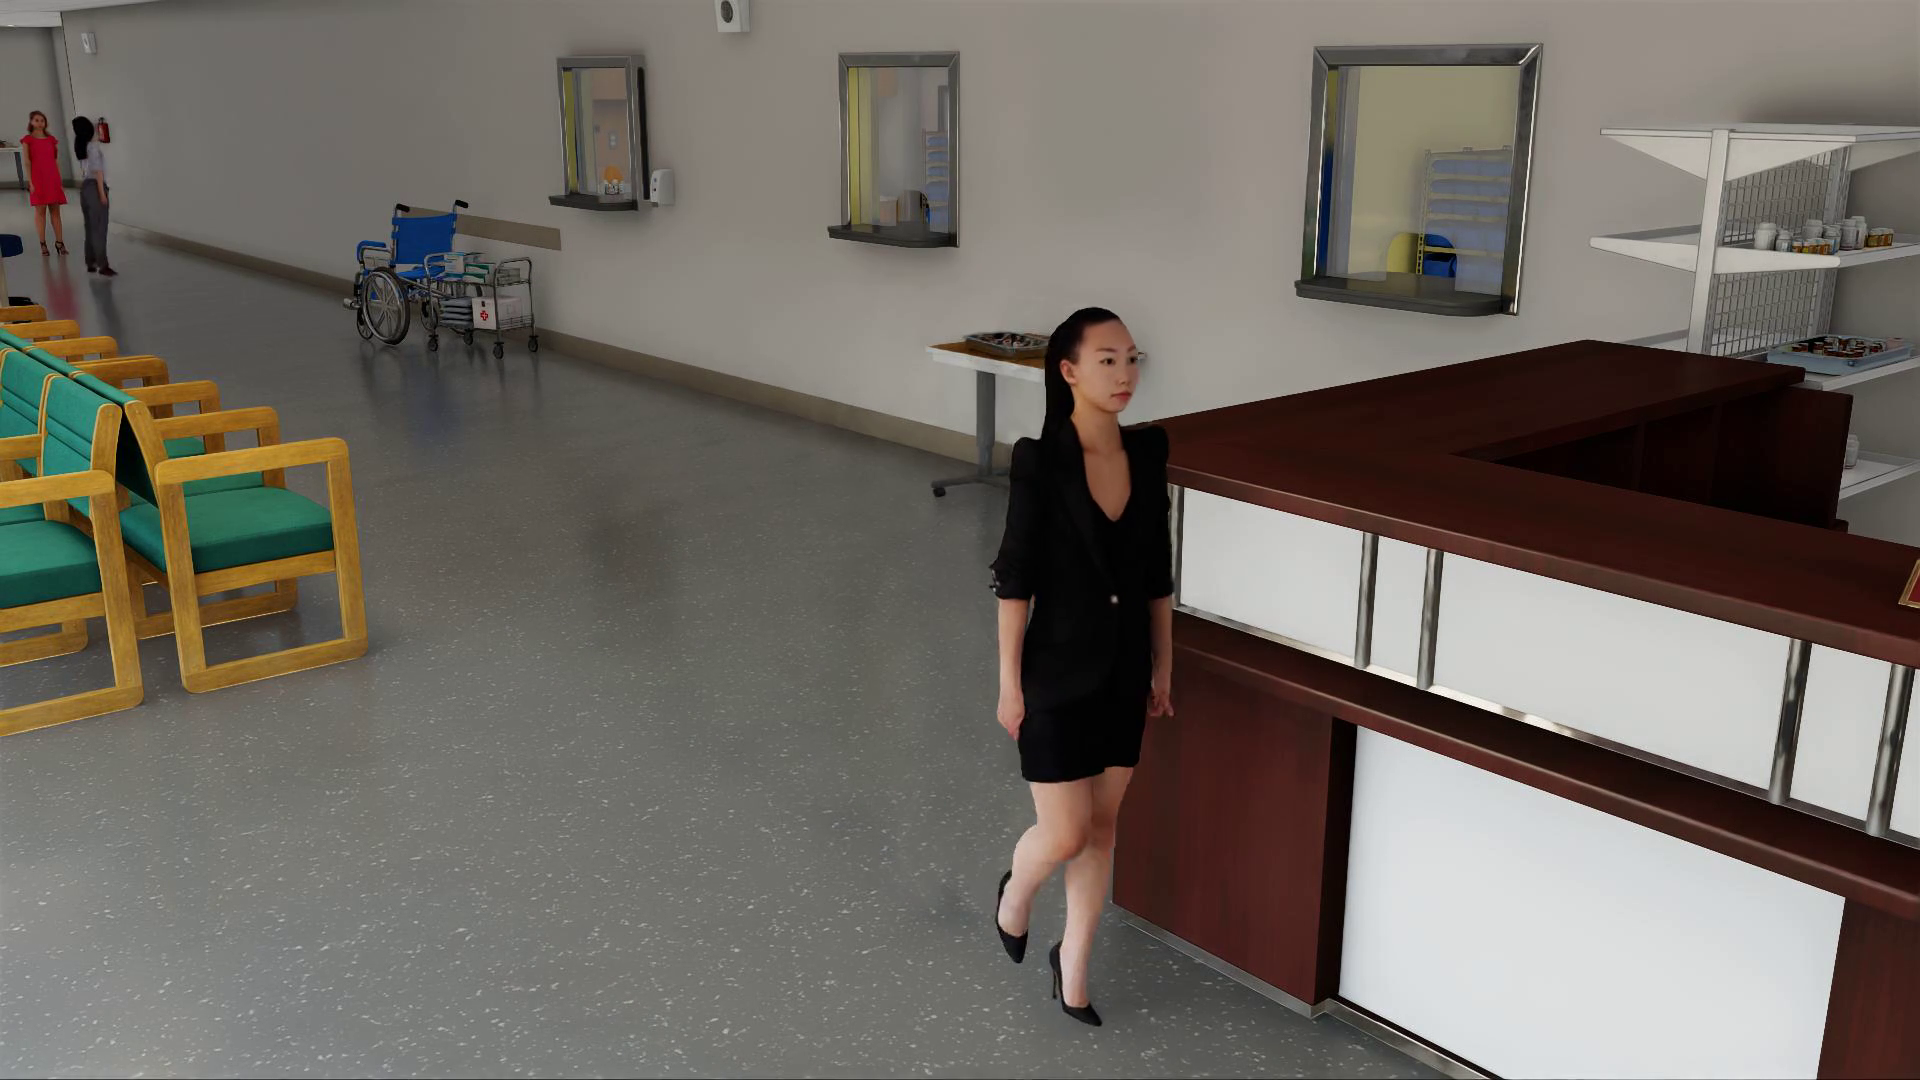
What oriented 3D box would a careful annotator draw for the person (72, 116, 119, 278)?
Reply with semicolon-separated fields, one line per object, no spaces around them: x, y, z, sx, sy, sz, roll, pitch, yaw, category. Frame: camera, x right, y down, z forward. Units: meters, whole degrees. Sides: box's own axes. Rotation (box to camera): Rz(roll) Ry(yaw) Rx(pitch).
-9.432;-3.728;18.097;0.591;1.710;0.754;-11;19;-33;person

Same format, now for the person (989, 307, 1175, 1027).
0.227;0.309;3.818;0.644;1.689;0.712;-9;18;-29;person

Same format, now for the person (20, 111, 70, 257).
-11.205;-4.375;20.359;0.654;1.729;0.512;14;21;41;person
